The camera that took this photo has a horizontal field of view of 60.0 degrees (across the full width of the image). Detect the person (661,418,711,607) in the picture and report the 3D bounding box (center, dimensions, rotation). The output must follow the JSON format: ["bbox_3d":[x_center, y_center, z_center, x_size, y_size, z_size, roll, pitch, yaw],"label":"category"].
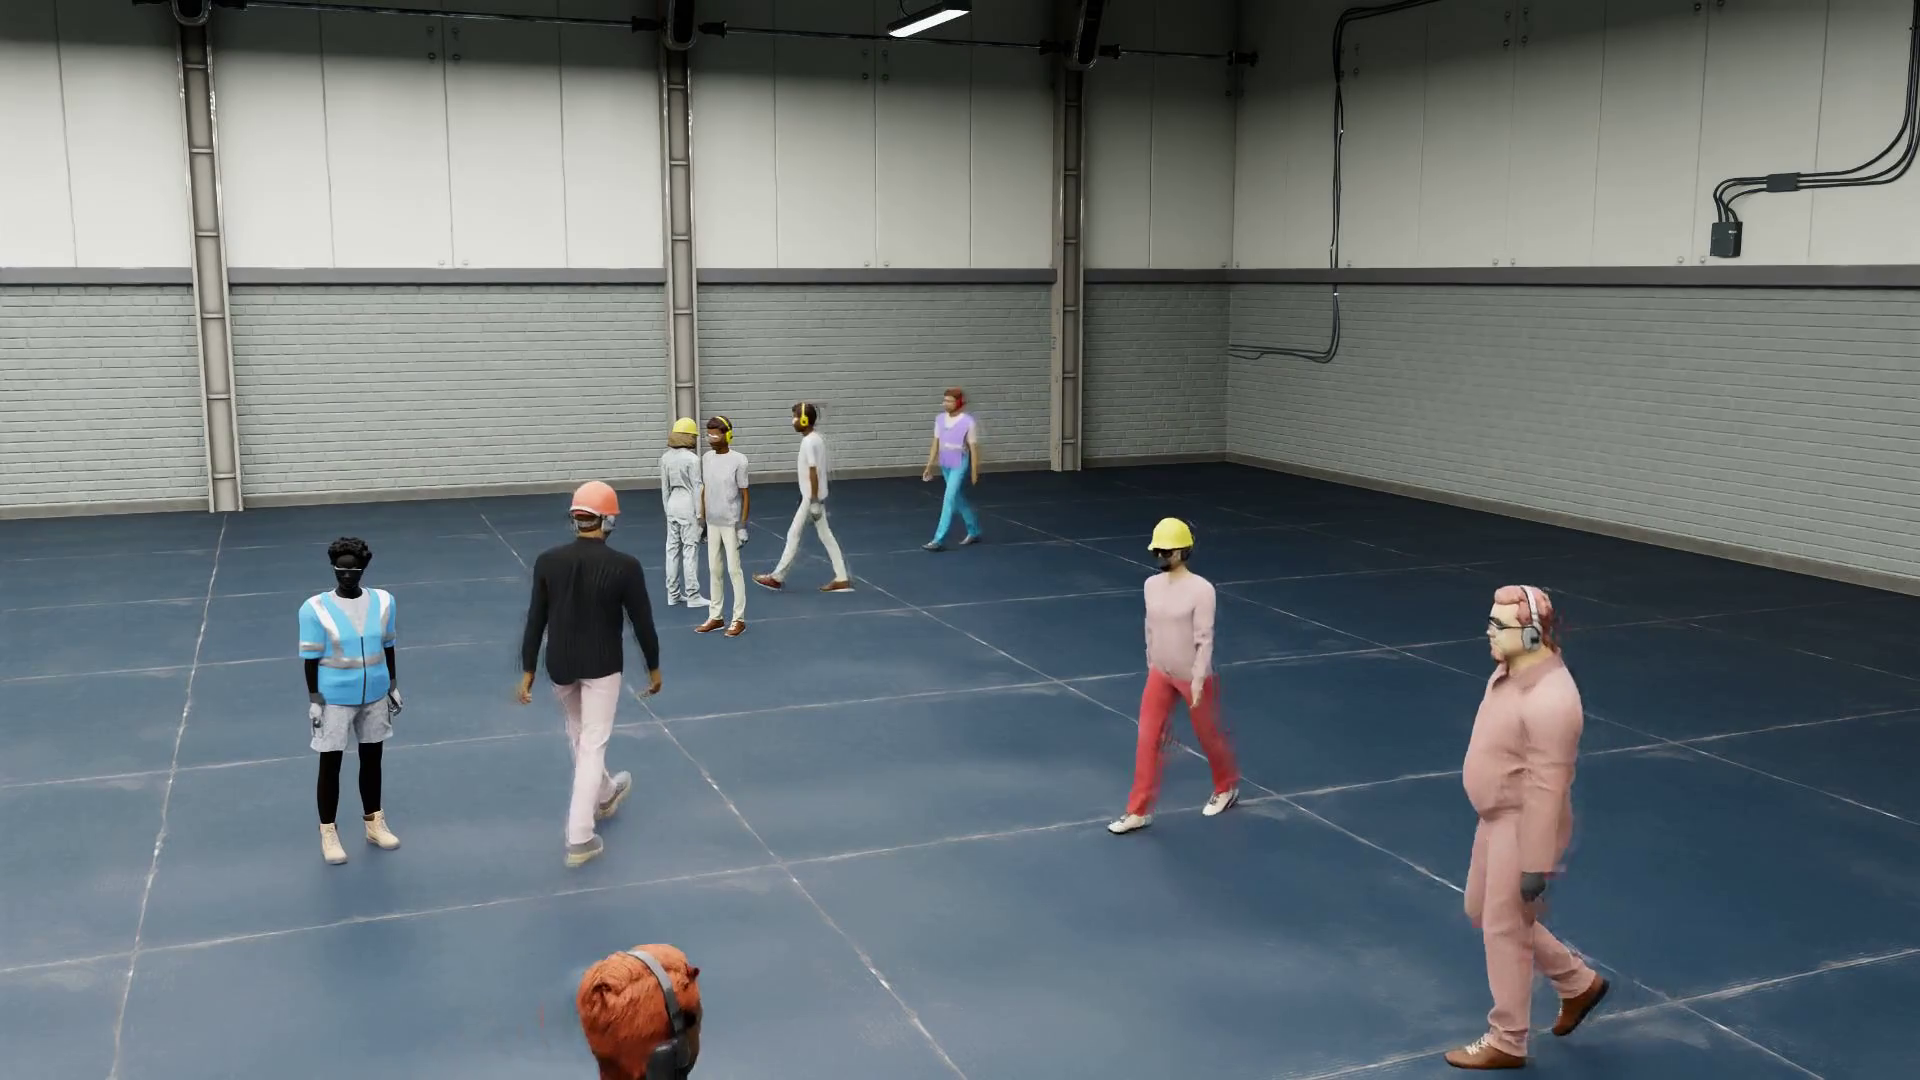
[{"bbox_3d":[-2.513,-0.252,15.258,0.484,1.735,0.311,7,11,36],"label":"person"}]

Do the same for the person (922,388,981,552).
[{"bbox_3d":[-0.070,-0.787,18.448,0.988,1.796,0.573,-8,12,-40],"label":"person"}]

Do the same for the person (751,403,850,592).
[{"bbox_3d":[-1.504,-0.397,15.900,0.977,1.813,0.559,1,9,6],"label":"person"}]

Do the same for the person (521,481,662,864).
[{"bbox_3d":[-1.938,0.656,8.901,0.674,1.937,1.021,2,9,15],"label":"person"}]

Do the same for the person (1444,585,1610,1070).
[{"bbox_3d":[2.182,1.095,6.314,0.543,1.886,0.662,1,9,7],"label":"person"}]

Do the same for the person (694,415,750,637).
[{"bbox_3d":[-2.002,-0.119,14.019,0.515,1.865,0.329,5,11,30],"label":"person"}]

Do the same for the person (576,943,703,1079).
[{"bbox_3d":[-0.554,1.632,3.002,0.580,1.869,0.443,7,12,38],"label":"person"}]

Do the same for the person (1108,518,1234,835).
[{"bbox_3d":[1.221,0.726,9.157,0.898,1.726,0.529,-9,13,-44],"label":"person"}]

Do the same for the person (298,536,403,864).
[{"bbox_3d":[-3.166,0.814,8.674,0.322,1.698,0.534,9,13,44],"label":"person"}]
